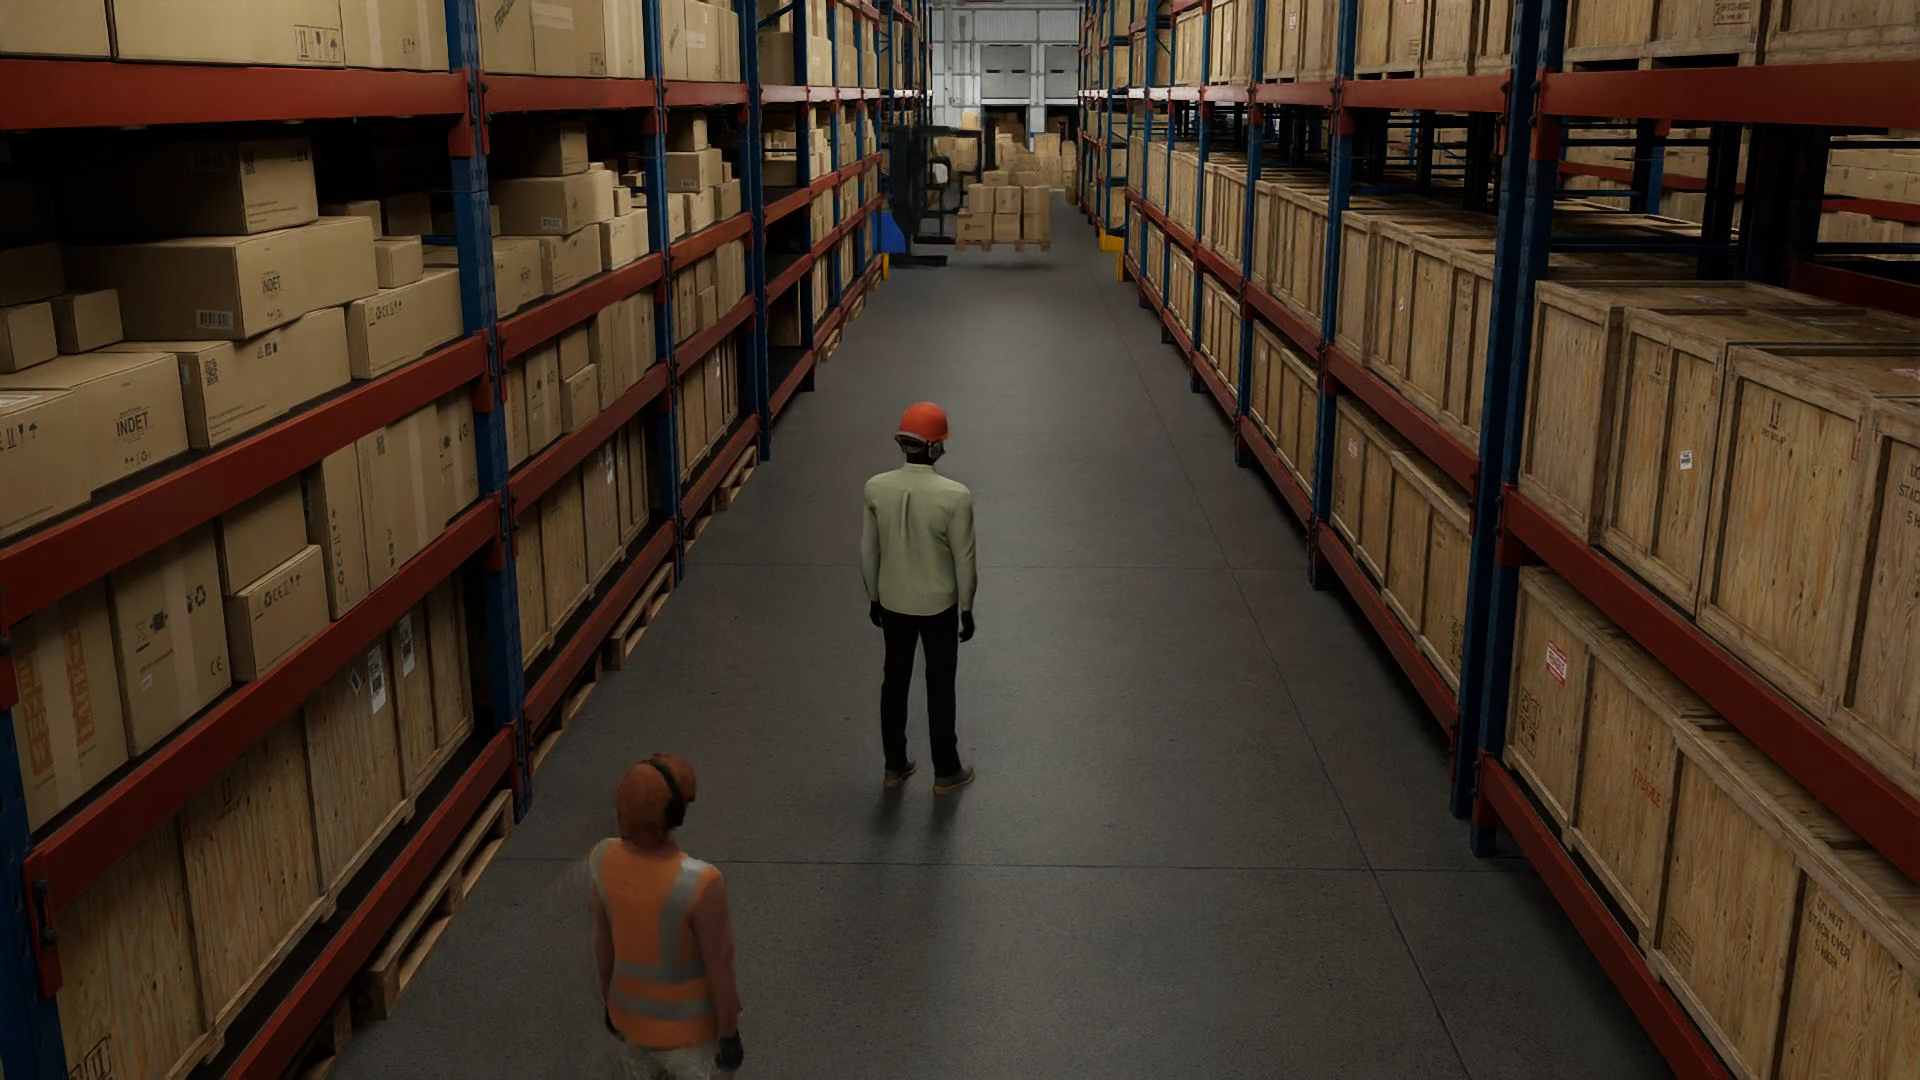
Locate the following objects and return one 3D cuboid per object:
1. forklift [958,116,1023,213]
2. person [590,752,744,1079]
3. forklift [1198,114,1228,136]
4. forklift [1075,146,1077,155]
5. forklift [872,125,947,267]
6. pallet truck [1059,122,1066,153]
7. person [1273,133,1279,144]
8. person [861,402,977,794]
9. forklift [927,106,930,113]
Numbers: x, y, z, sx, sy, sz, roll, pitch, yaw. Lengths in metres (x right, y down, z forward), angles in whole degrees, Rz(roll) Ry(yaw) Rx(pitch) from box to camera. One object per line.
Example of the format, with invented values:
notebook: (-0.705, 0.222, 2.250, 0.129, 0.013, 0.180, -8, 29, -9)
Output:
forklift: (0.891, -10.744, 47.768, 1.873, 2.768, 1.129, 0, 15, 2)
person: (-0.887, 1.417, 4.886, 0.527, 1.624, 0.531, 11, 18, 34)
forklift: (7.901, -11.998, 52.432, 1.129, 2.768, 1.873, 0, 15, 1)
forklift: (5.784, -18.123, 75.220, 1.129, 2.768, 1.873, -1, 15, -5)
forklift: (-1.215, -7.017, 33.898, 1.873, 2.768, 1.129, 0, 15, 1)
pallet truck: (5.788, -21.111, 88.014, 1.885, 1.965, 0.823, 5, 16, 18)
person: (15.640, -19.476, 82.049, 0.629, 1.936, 0.374, -5, 16, -17)
person: (-0.193, 0.293, 8.378, 0.613, 1.994, 0.395, 7, 17, 24)
forklift: (-2.001, -20.667, 84.687, 1.129, 2.768, 1.873, 0, 15, 2)
